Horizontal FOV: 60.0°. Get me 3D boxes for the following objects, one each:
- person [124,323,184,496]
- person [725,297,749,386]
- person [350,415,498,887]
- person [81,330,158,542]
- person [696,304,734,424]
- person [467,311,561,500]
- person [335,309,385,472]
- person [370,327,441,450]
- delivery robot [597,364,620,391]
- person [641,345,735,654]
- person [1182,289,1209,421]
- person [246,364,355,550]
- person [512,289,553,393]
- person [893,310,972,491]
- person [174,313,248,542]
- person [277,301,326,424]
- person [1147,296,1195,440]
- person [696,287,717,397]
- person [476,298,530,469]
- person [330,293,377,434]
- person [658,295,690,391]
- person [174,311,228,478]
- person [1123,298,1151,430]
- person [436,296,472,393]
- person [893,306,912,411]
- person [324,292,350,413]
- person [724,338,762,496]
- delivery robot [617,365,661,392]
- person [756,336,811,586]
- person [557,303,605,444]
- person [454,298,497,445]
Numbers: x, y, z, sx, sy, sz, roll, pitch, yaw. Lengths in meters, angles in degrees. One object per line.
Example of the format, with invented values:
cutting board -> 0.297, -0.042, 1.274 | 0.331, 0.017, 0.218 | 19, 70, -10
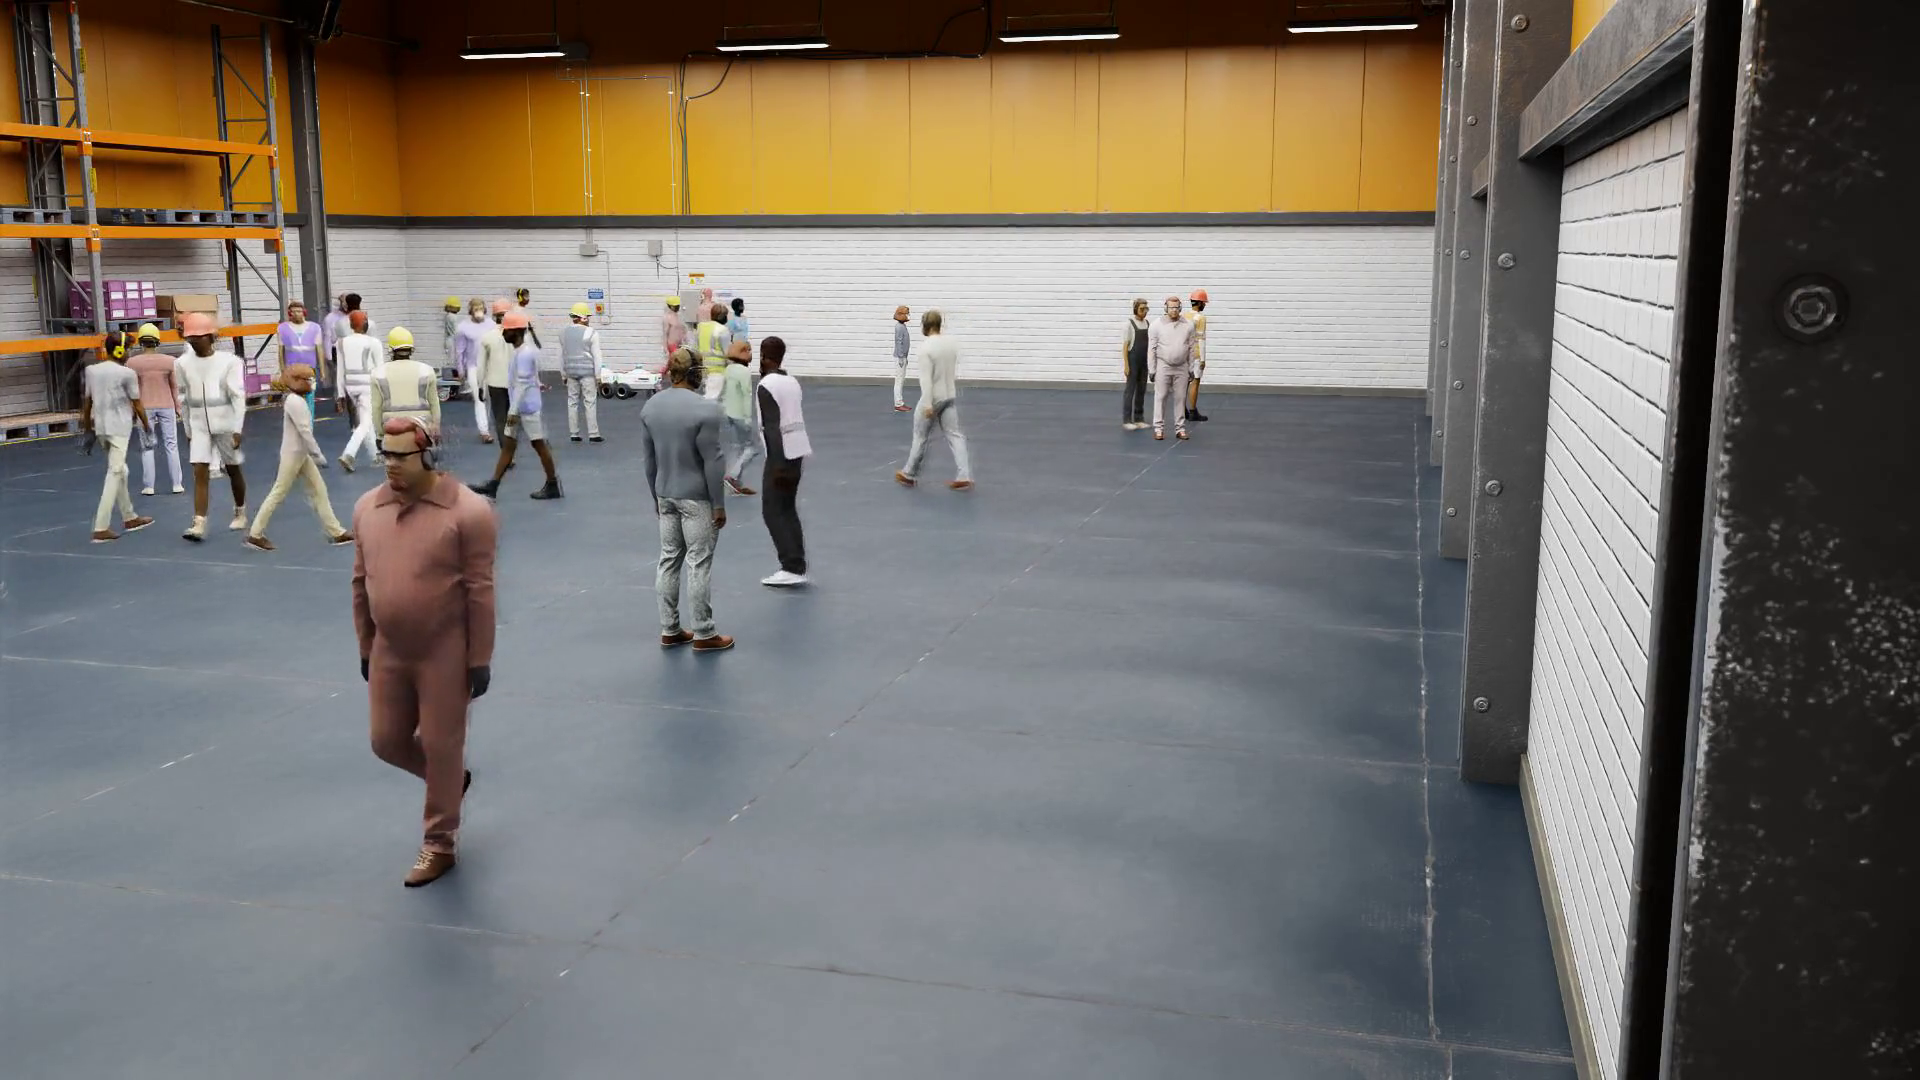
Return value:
person -> -8.279, -1.338, 17.104 | 0.527, 1.768, 0.314 | -6, 12, -29
person -> -3.870, -3.337, 28.651 | 0.554, 1.680, 0.552 | 4, 11, 22
person -> -2.168, 0.423, 6.794 | 0.645, 1.889, 0.576 | 3, 10, 15
person -> -7.344, -0.921, 14.592 | 0.550, 1.818, 0.875 | 3, 10, 17
person -> -3.191, -2.244, 22.189 | 0.971, 1.780, 0.640 | -8, 13, -40
person -> -4.483, -1.324, 16.632 | 0.965, 1.891, 0.561 | -4, 11, -23
person -> -6.836, -1.699, 18.949 | 0.581, 1.854, 0.935 | 3, 11, 18
person -> -4.963, -0.989, 14.933 | 0.586, 1.836, 0.404 | -3, 11, -18
delivery robot -> -6.070, -2.732, 28.160 | 0.707, 0.478, 0.477 | 4, 11, 19
person -> -1.715, -0.252, 10.467 | 0.629, 1.940, 0.372 | 7, 12, 33
person -> 3.459, -2.708, 24.412 | 0.381, 1.929, 0.542 | -5, 11, -27
person -> -5.599, -0.695, 14.016 | 0.930, 1.578, 0.485 | -3, 10, -14
person -> -7.596, -3.468, 29.033 | 0.960, 1.815, 0.521 | 0, 10, 3
person -> -0.259, -1.457, 17.450 | 1.005, 1.892, 0.637 | 9, 13, 41
person -> -6.561, -0.997, 14.593 | 0.620, 1.971, 1.093 | -1, 10, -4
person -> -8.834, -2.285, 22.346 | 0.570, 1.814, 0.823 | -5, 11, -25
person -> 2.797, -2.262, 21.970 | 0.637, 1.901, 0.403 | -2, 10, -11
person -> -4.116, -3.206, 27.371 | 0.480, 1.876, 0.689 | 6, 12, 30
person -> -5.259, -1.813, 19.248 | 0.622, 1.966, 0.929 | -5, 11, -25
person -> -8.288, -2.416, 22.793 | 0.619, 1.920, 0.994 | -3, 10, -16
person -> -5.056, -3.428, 29.048 | 0.826, 1.723, 0.534 | 4, 11, 24
person -> -8.345, -1.597, 18.349 | 0.431, 1.847, 0.718 | -3, 10, -15
person -> 2.478, -2.453, 23.197 | 0.515, 1.842, 0.328 | -8, 13, -38
person -> -8.802, -3.351, 28.675 | 0.826, 1.702, 0.484 | -5, 11, -27
person -> -0.895, -2.818, 25.859 | 0.284, 1.633, 0.497 | 1, 10, 5
person -> -9.349, -2.839, 25.337 | 0.660, 1.867, 0.968 | -7, 12, -36
person -> -2.221, -1.244, 16.969 | 0.349, 1.618, 0.522 | -7, 12, -33
delivery robot -> -5.380, -2.686, 27.900 | 0.707, 0.478, 0.477 | 1, 10, 5
person -> -1.343, -0.603, 12.636 | 0.454, 1.873, 0.629 | 3, 11, 17
person -> -4.894, -2.150, 21.528 | 0.591, 1.828, 0.404 | 3, 10, 16
person -> -6.242, -2.210, 21.713 | 0.631, 1.891, 1.025 | -6, 12, -31
